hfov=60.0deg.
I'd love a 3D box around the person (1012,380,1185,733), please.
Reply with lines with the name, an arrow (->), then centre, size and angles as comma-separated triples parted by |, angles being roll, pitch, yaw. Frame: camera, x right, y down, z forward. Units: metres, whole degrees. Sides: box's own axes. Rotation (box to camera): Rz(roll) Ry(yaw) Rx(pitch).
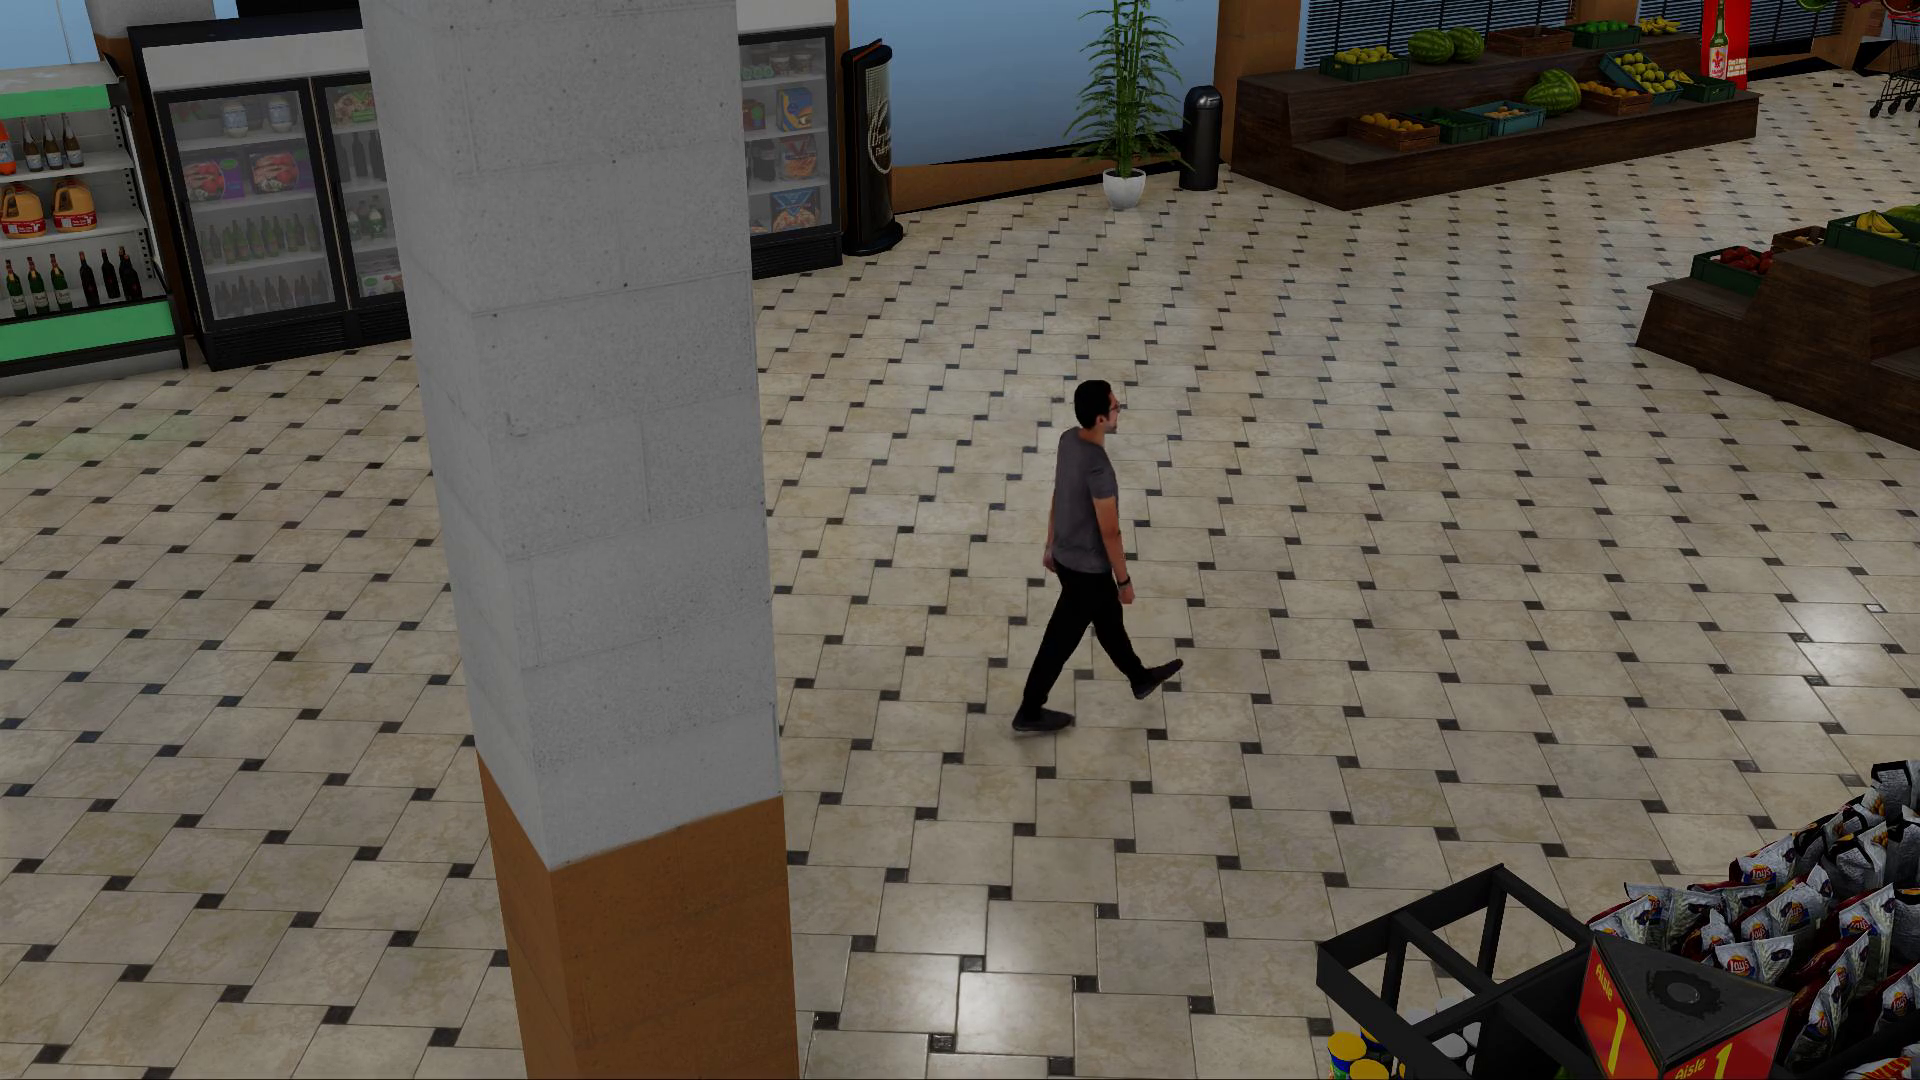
person -> 0.484, 0.123, 7.530 | 1.194, 1.715, 0.864 | -6, 28, -12
